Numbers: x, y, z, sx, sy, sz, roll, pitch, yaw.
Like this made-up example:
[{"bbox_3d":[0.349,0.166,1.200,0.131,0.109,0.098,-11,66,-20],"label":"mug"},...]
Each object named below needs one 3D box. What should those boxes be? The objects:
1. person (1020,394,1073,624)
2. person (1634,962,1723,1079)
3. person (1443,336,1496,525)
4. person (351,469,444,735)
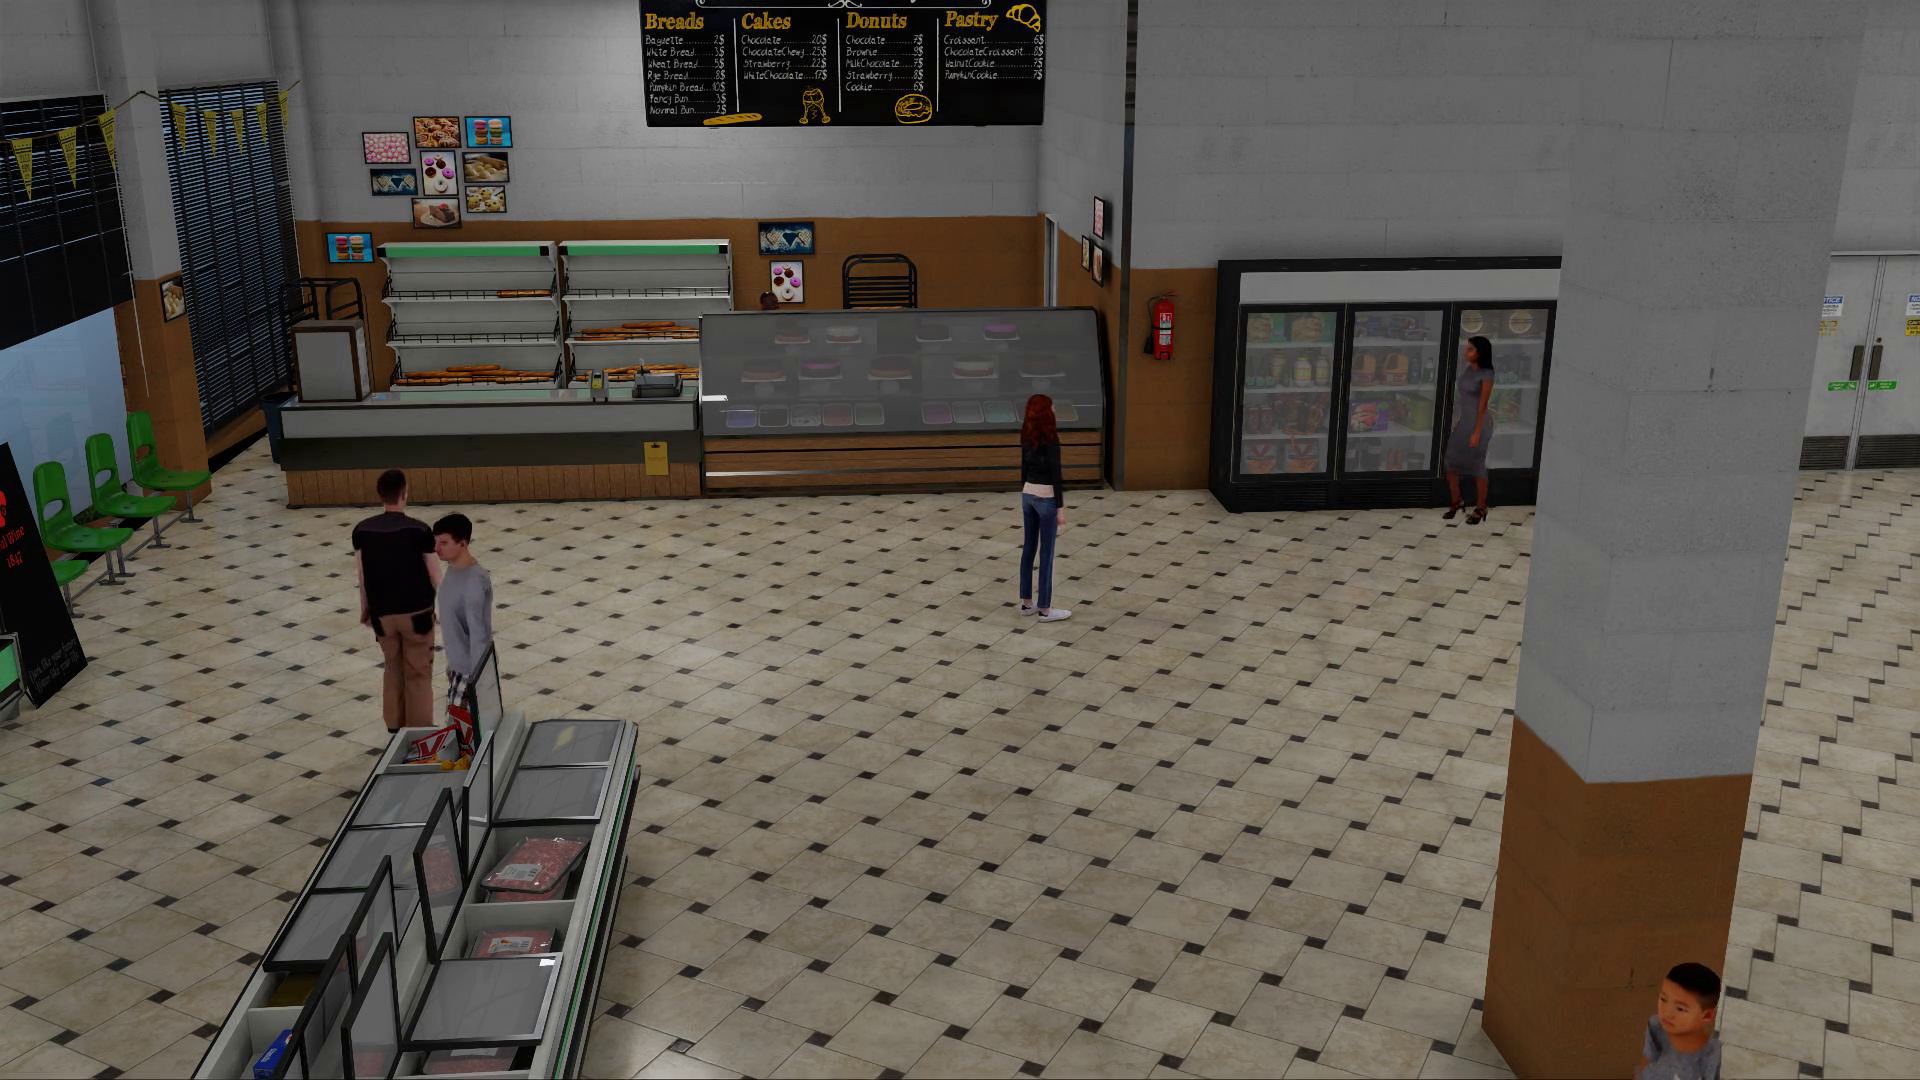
[{"bbox_3d":[0.622,-0.255,12.867,0.725,1.786,0.629,-11,20,-33],"label":"person"},{"bbox_3d":[2.528,2.067,5.840,0.949,1.426,1.027,-11,20,-31],"label":"person"},{"bbox_3d":[4.835,-0.999,15.352,0.721,1.765,0.668,-6,18,-19],"label":"person"},{"bbox_3d":[-3.524,0.477,10.385,0.726,1.827,0.700,1,17,3],"label":"person"}]
